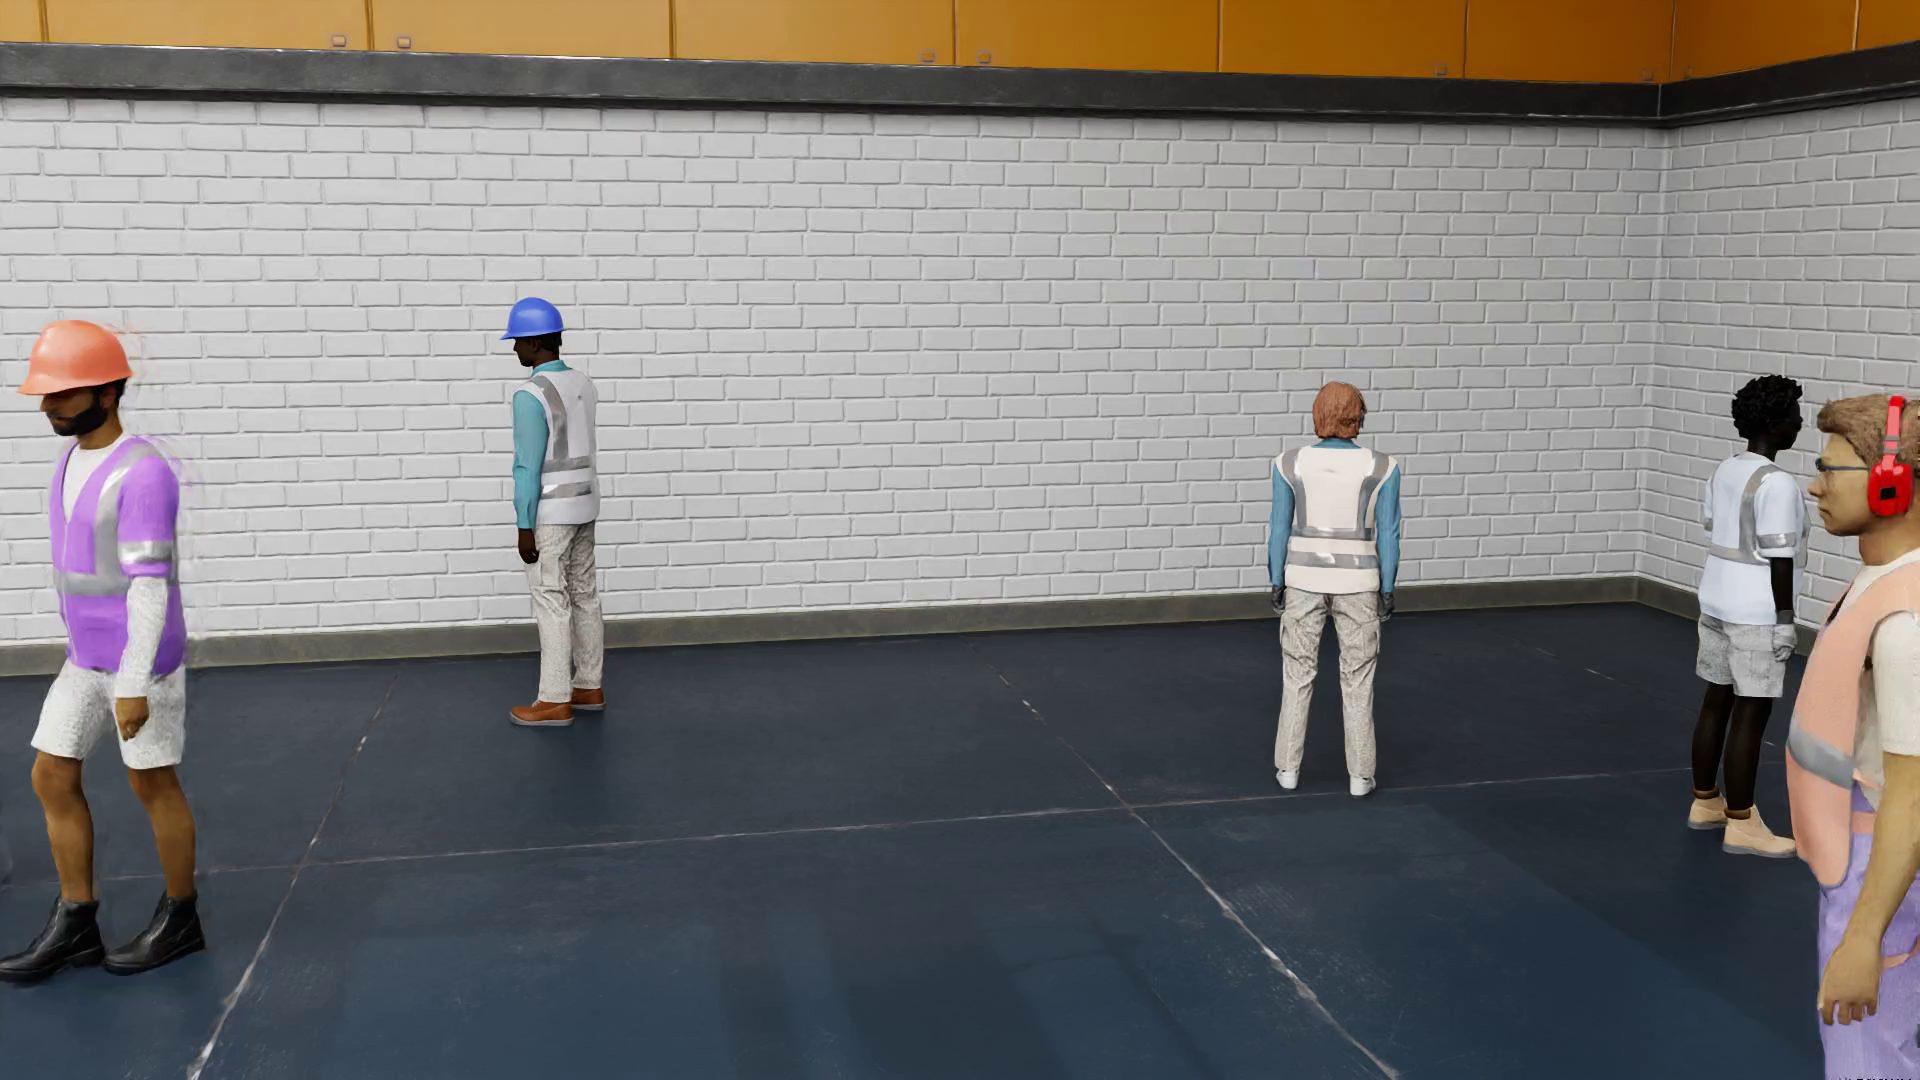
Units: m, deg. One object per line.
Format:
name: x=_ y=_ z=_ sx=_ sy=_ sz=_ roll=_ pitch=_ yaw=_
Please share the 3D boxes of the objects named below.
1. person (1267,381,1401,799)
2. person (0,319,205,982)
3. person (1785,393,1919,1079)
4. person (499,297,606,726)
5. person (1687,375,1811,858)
person: x=1.461 y=0.196 z=6.540 sx=0.513 sy=1.630 sz=0.318 roll=3 pitch=10 yaw=19
person: x=-2.503 y=0.347 z=4.715 sx=0.576 sy=1.919 sz=0.686 roll=7 pitch=11 yaw=35
person: x=1.726 y=0.651 z=3.118 sx=0.397 sy=1.840 sz=0.577 roll=5 pitch=10 yaw=26
person: x=-1.852 y=-0.125 z=7.560 sx=0.416 sy=1.939 sz=0.604 roll=3 pitch=10 yaw=15
person: x=2.817 y=0.263 z=5.920 sx=0.318 sy=1.697 sz=0.533 roll=0 pitch=9 yaw=0
